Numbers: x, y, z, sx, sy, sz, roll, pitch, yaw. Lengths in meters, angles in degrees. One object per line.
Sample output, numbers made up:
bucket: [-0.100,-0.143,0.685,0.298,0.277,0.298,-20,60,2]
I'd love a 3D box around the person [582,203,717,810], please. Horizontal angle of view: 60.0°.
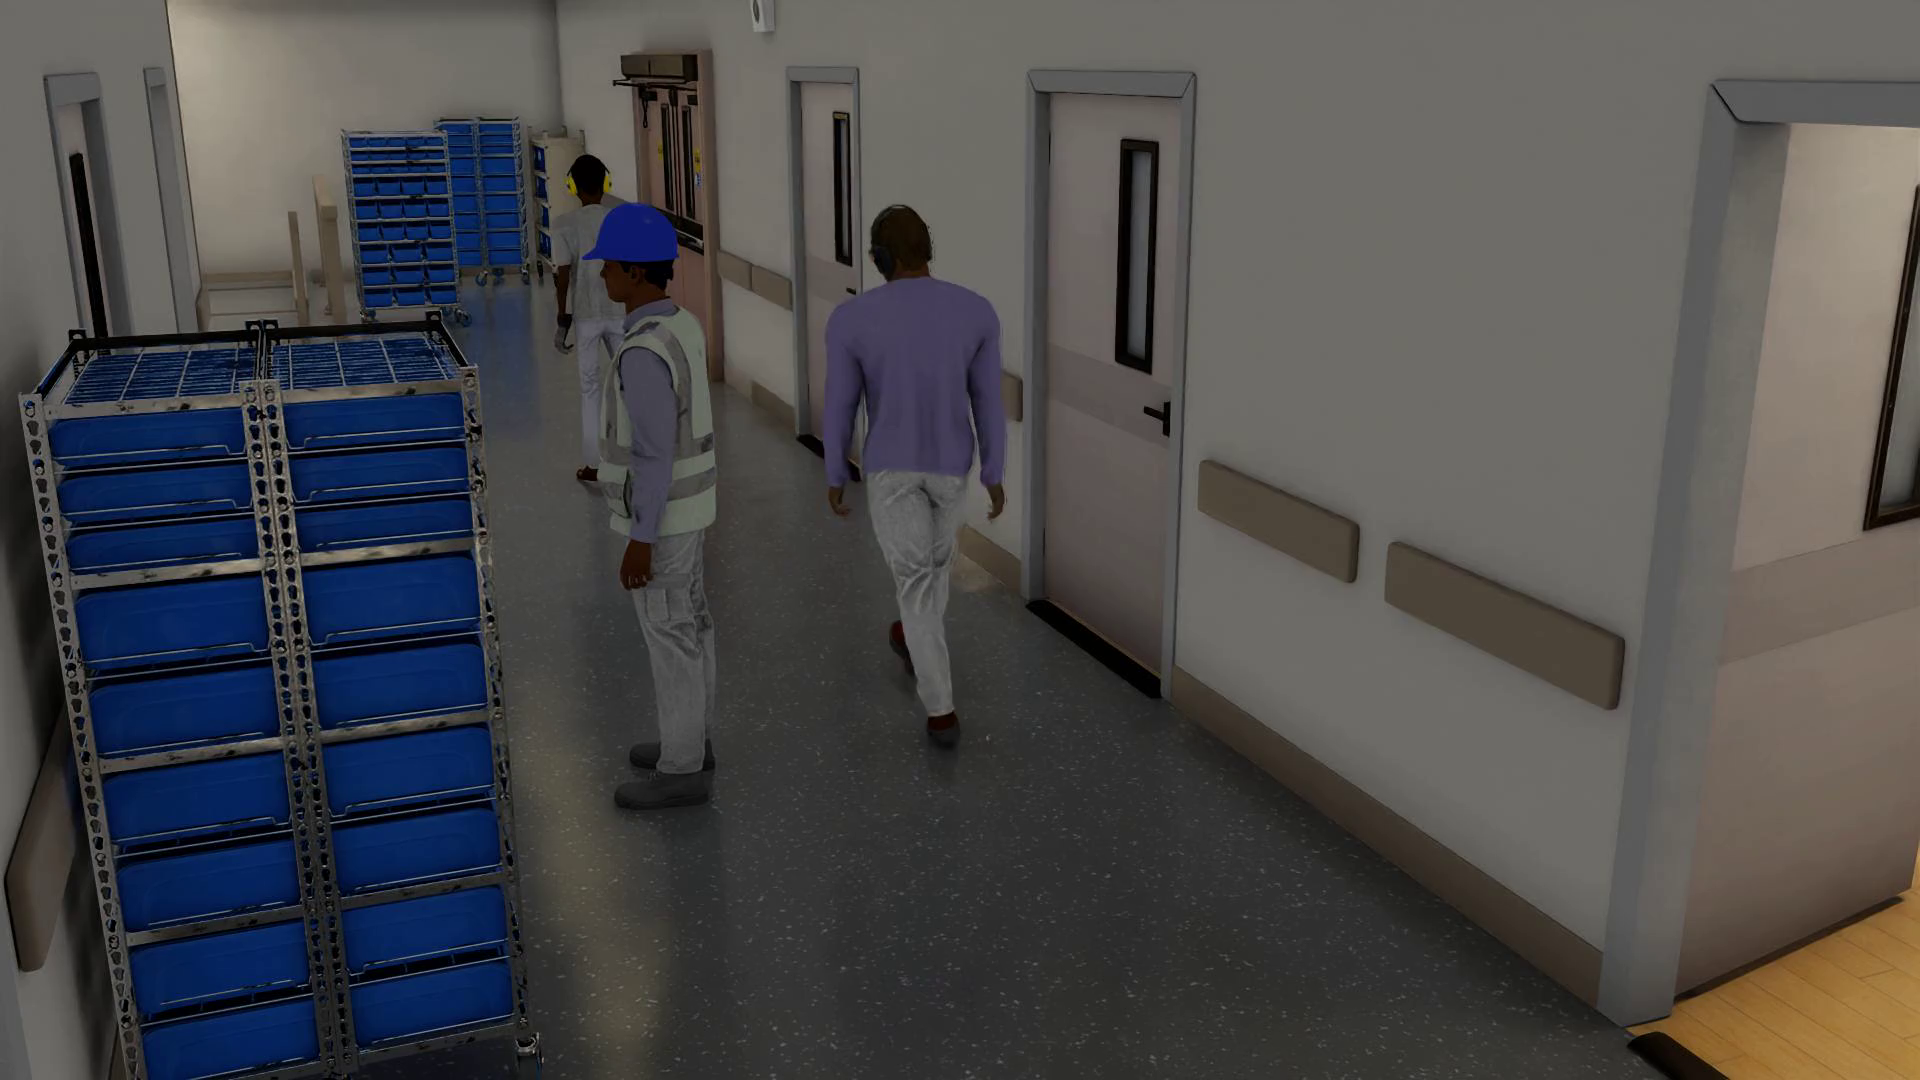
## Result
person: [-0.969,-0.093,5.342,0.389,1.949,0.604,0,16,1]

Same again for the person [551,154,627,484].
person: [-2.060,-1.243,9.484,0.521,1.860,0.328,-8,18,-24]

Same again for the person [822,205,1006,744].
person: [-0.176,-0.264,6.065,0.645,1.876,1.059,-4,17,-15]
